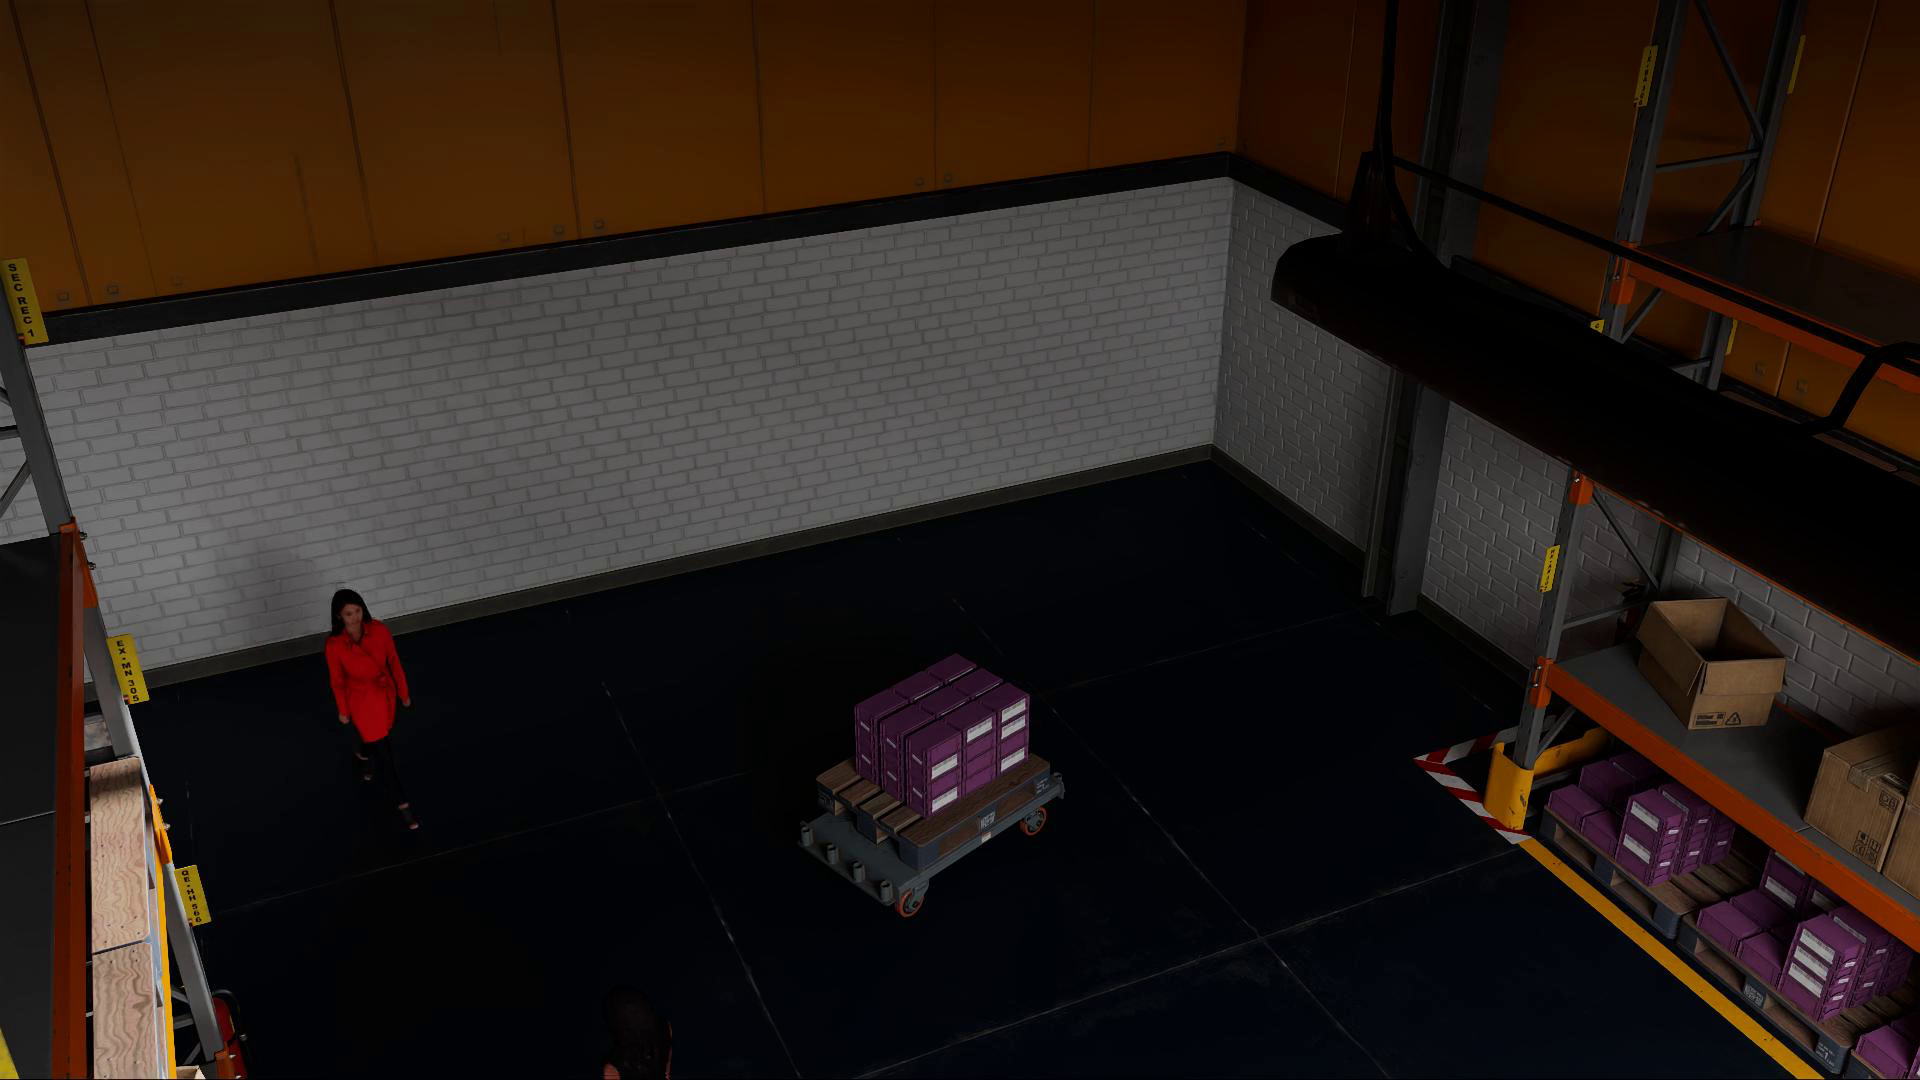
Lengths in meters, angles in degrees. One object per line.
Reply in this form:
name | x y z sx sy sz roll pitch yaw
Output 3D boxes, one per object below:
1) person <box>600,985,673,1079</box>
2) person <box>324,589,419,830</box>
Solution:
person | -1.425 2.848 7.925 0.984 1.713 0.864 20 34 32
person | -3.985 1.072 11.181 0.858 1.711 1.172 -25 37 -38
